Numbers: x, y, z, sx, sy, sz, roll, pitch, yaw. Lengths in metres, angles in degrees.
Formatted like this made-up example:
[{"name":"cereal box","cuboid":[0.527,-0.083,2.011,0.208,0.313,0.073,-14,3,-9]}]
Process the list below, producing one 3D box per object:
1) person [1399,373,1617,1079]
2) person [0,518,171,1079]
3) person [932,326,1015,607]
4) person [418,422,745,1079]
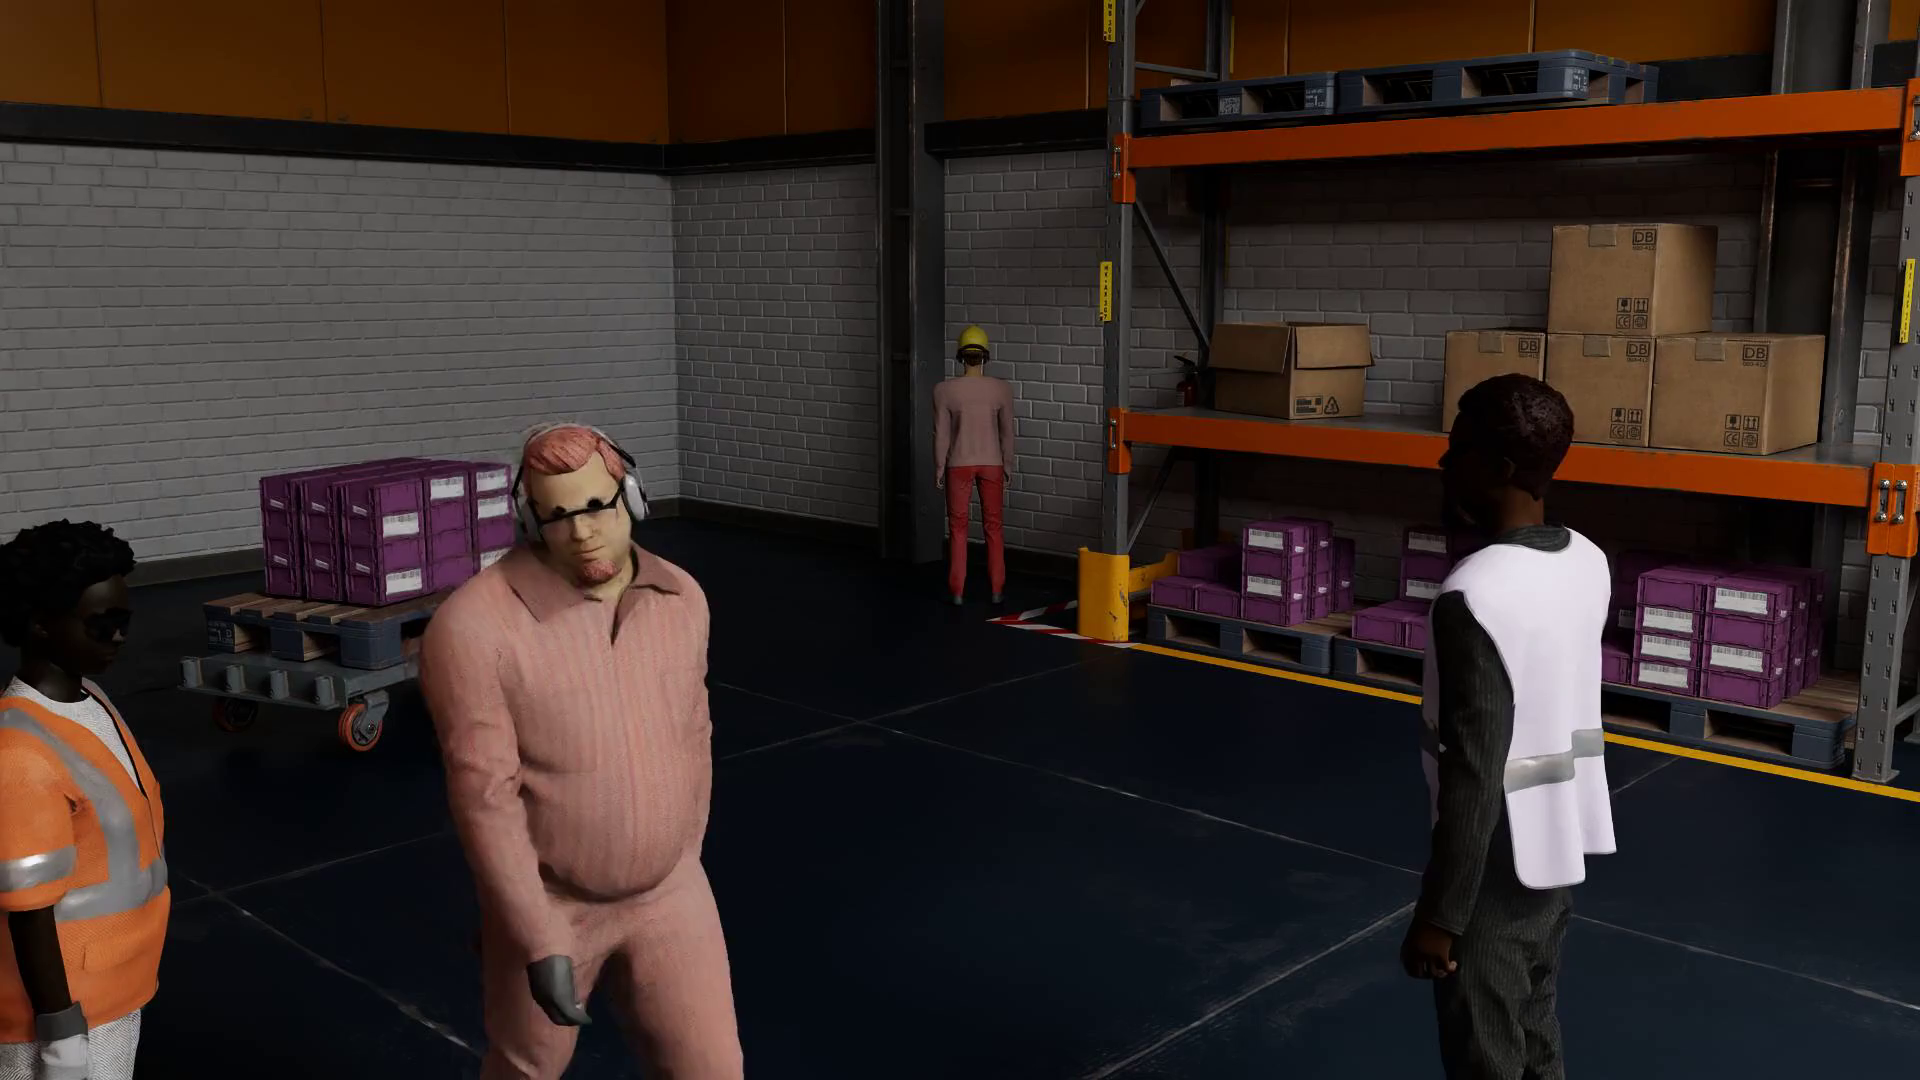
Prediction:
[{"name":"person","cuboid":[1.073,0.634,3.295,0.392,1.922,0.591,7,12,37]},{"name":"person","cuboid":[-1.562,0.803,2.950,0.320,1.692,0.531,-3,10,-17]},{"name":"person","cuboid":[0.083,-0.454,10.438,0.525,1.769,0.312,-1,9,-8]},{"name":"person","cuboid":[-0.715,0.685,3.256,0.641,1.845,1.002,-8,12,-41]}]
